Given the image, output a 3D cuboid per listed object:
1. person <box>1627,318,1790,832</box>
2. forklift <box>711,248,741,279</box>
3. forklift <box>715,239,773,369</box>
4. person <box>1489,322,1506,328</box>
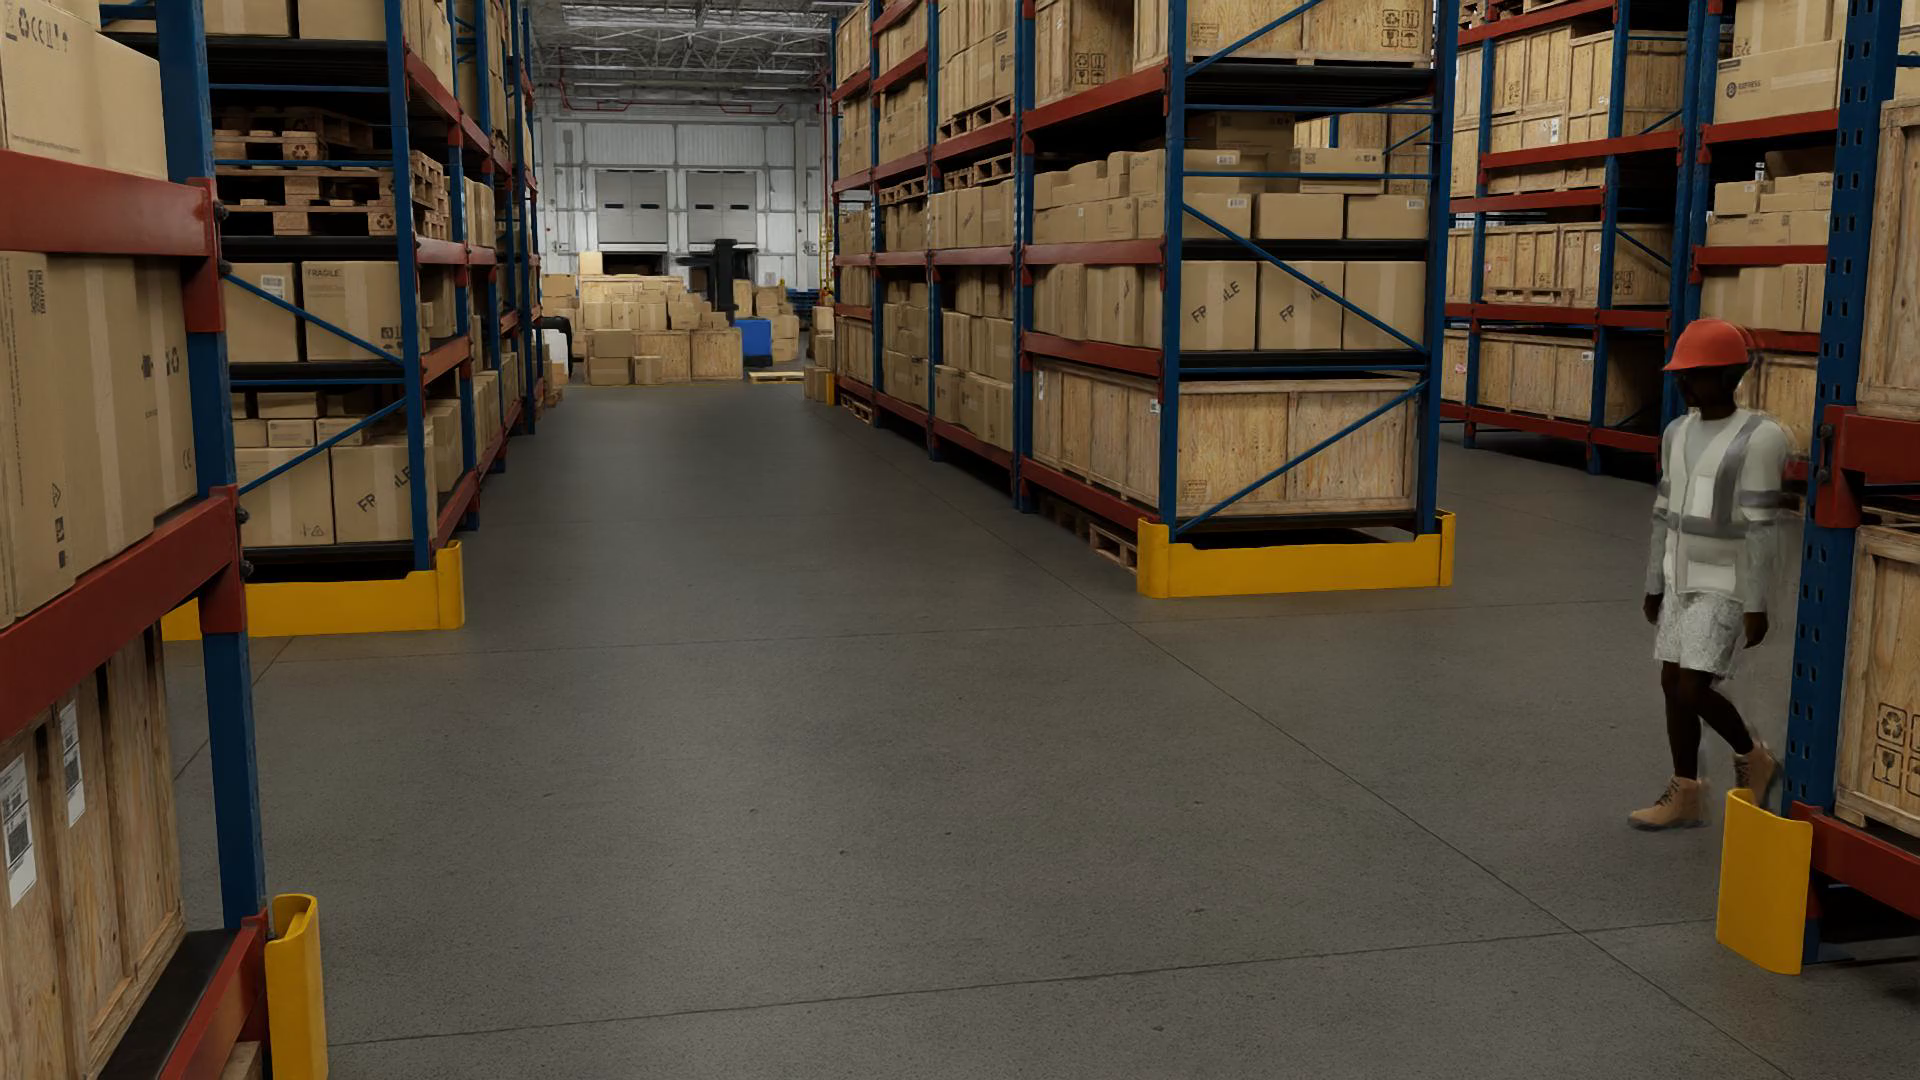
[{"bbox_3d":[2.905,0.161,6.441,0.490,2.023,0.628,-2,10,-14],"label":"person"},{"bbox_3d":[-7.372,-7.854,52.695,1.129,2.768,1.873,-8,12,-40],"label":"forklift"},{"bbox_3d":[-5.072,-5.133,36.108,1.873,2.768,1.129,-2,10,-13],"label":"forklift"},{"bbox_3d":[10.056,-3.832,31.046,0.364,1.935,0.553,2,10,13],"label":"person"}]
